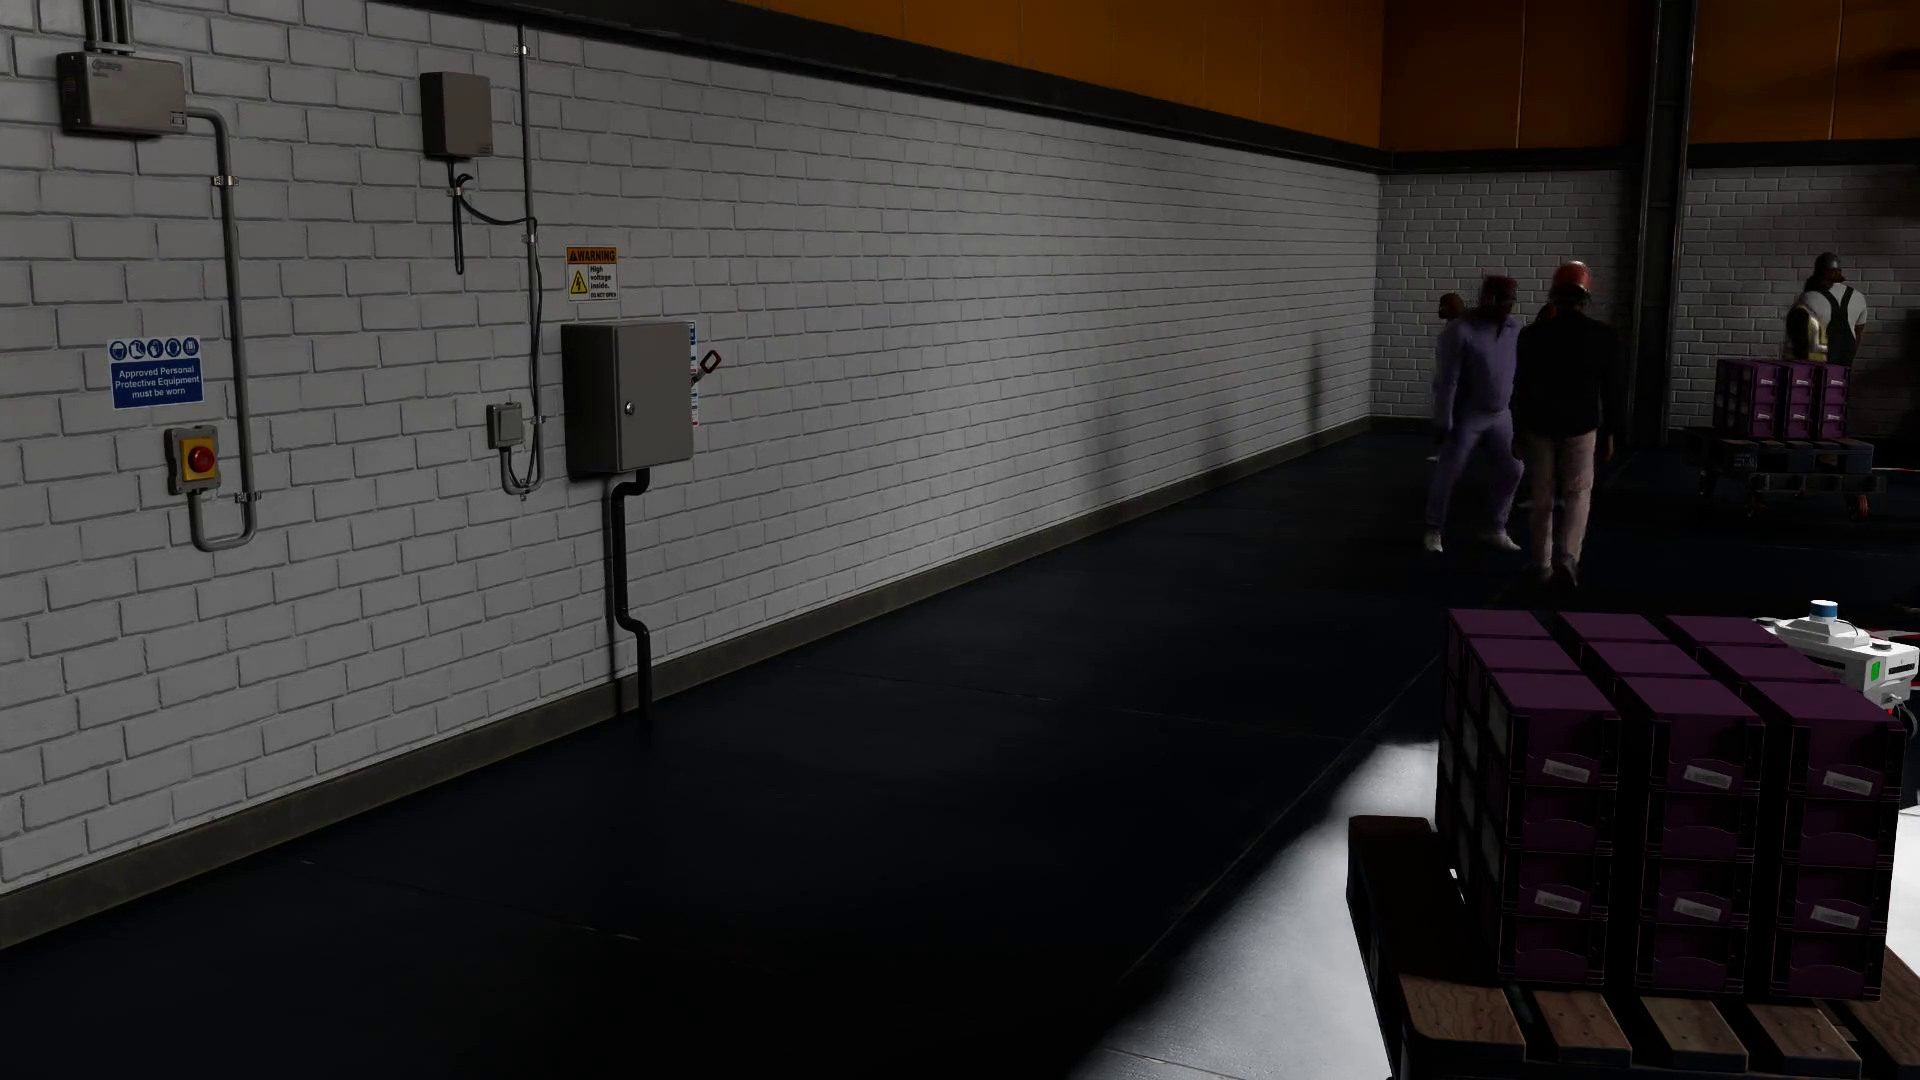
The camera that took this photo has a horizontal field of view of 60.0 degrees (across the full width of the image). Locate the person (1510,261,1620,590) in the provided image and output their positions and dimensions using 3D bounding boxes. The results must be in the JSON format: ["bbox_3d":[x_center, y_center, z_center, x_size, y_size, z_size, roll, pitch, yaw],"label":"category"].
[{"bbox_3d":[3.661,-0.692,10.104,0.623,1.996,0.583,5,11,27],"label":"person"}]

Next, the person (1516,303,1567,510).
[{"bbox_3d":[4.622,-1.042,13.081,0.498,1.634,0.279,-4,11,-22],"label":"person"}]

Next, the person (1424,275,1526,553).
[{"bbox_3d":[3.499,-0.828,11.174,0.740,1.869,0.690,-5,11,-25],"label":"person"}]

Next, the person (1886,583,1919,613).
[{"bbox_3d":[5.729,-0.495,9.112,0.904,1.926,0.596,1,10,9],"label":"person"}]

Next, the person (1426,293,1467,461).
[{"bbox_3d":[4.747,-1.574,16.164,0.288,1.634,0.499,7,12,33],"label":"person"}]

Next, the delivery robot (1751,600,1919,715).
[{"bbox_3d":[3.627,0.499,7.015,0.477,0.478,0.707,-6,11,-30],"label":"delivery robot"}]

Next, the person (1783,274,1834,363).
[{"bbox_3d":[8.139,-1.613,15.846,0.643,1.836,0.547,-7,12,-35],"label":"person"}]

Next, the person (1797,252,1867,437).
[{"bbox_3d":[8.238,-1.738,15.936,0.673,2.000,0.536,-1,10,-6],"label":"person"}]
